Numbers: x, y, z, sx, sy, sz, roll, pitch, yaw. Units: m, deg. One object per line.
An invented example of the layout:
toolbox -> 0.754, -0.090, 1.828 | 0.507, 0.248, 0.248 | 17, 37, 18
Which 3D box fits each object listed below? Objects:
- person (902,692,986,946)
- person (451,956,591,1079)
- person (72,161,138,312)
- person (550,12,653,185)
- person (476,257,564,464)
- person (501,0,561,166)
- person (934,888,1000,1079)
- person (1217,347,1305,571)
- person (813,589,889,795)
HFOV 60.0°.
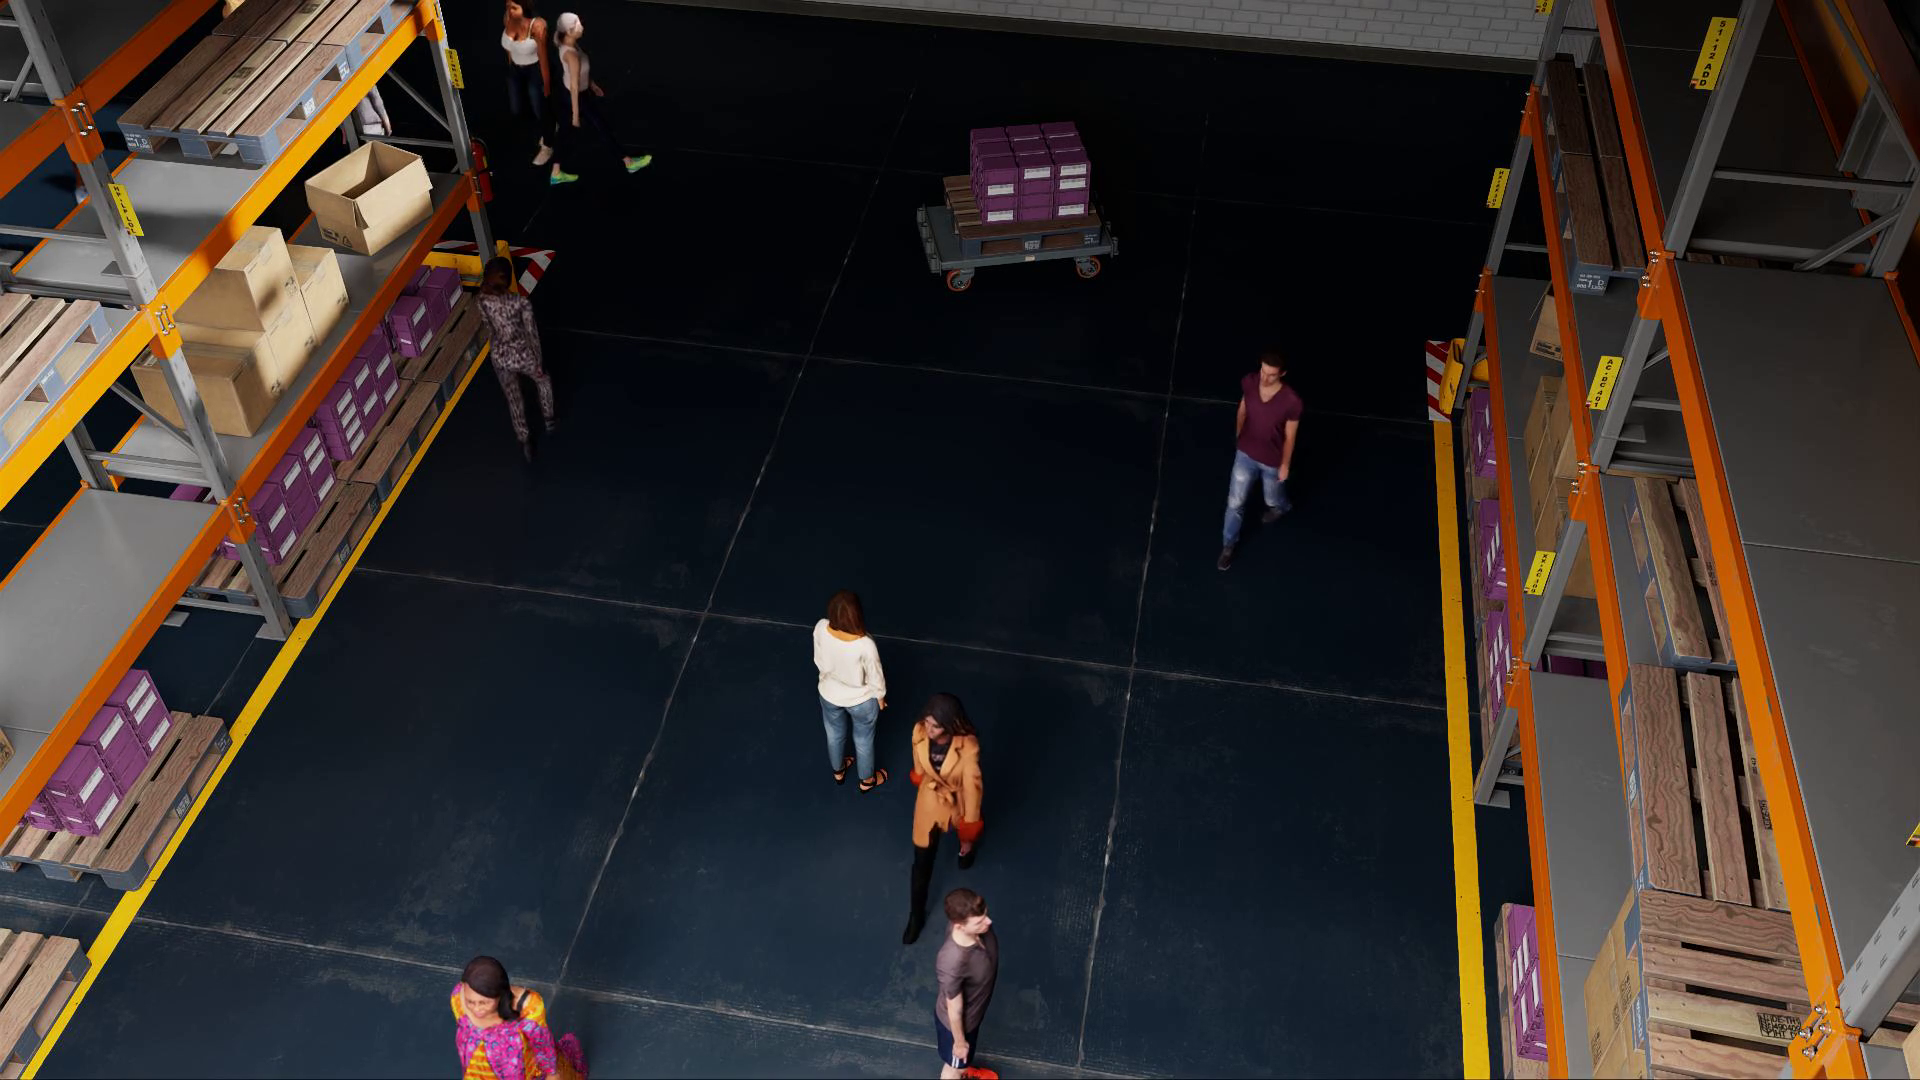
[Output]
person -> -0.026, 1.416, 9.487 | 0.835, 1.678, 1.190 | 13, 45, 14
person -> -2.209, 2.537, 8.317 | 0.664, 1.669, 1.064 | 4, 44, 5
person -> -7.055, -2.593, 13.843 | 0.643, 1.474, 0.472 | 14, 45, 14
person -> -3.594, -3.976, 15.166 | 1.105, 1.651, 1.208 | -15, 46, -16
person -> -3.313, -1.285, 12.309 | 0.637, 1.695, 0.817 | 1, 44, 1
person -> -3.921, -4.367, 15.477 | 0.813, 1.789, 0.858 | 23, 48, 22
person -> 0.019, 2.339, 8.390 | 0.725, 1.853, 0.504 | 11, 45, 11
person -> 2.150, -0.654, 11.559 | 0.960, 1.817, 1.197 | 31, 52, 28
person -> -0.666, 0.917, 10.007 | 0.677, 1.682, 0.642 | 20, 47, 20
